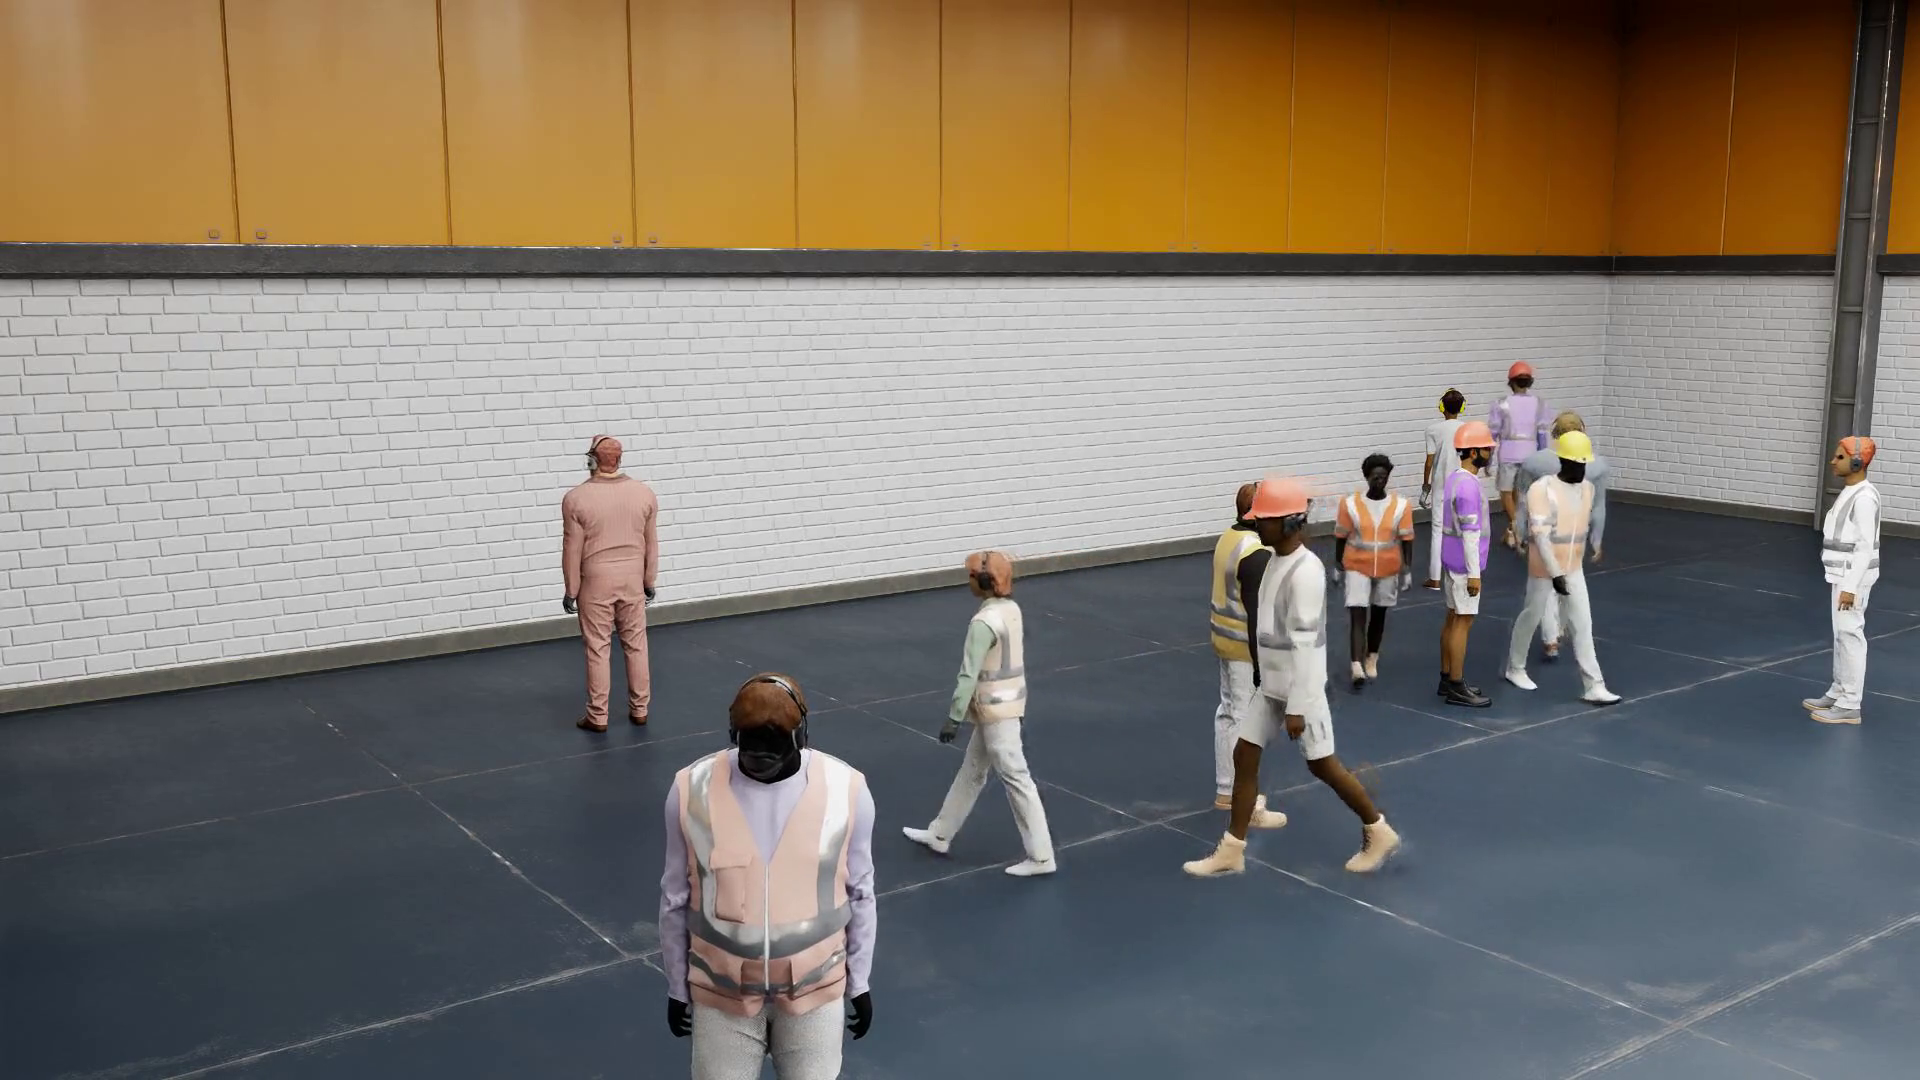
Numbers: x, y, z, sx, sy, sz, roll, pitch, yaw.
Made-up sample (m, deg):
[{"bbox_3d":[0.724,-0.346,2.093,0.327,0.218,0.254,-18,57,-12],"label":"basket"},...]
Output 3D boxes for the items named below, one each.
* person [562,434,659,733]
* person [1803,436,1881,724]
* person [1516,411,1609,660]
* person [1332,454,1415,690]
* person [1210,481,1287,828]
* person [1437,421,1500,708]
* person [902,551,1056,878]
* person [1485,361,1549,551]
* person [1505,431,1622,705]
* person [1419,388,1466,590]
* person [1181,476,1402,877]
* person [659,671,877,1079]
[{"bbox_3d":[-2.252,0.276,10.681,0.648,1.913,0.409,-6,11,-34],"label":"person"},{"bbox_3d":[5.799,0.261,10.872,0.354,1.880,0.572,3,10,21],"label":"person"},{"bbox_3d":[4.589,-0.043,12.724,0.642,1.895,1.000,2,10,14],"label":"person"},{"bbox_3d":[2.919,0.228,11.712,0.545,1.648,0.863,1,9,6],"label":"person"},{"bbox_3d":[1.561,0.598,8.909,0.430,1.844,0.624,-1,9,-5],"label":"person"},{"bbox_3d":[3.455,0.158,11.318,0.350,1.942,0.545,1,9,6],"label":"person"},{"bbox_3d":[0.099,0.847,8.113,0.849,1.592,0.527,3,10,16],"label":"person"},{"bbox_3d":[5.855,-0.867,17.437,0.619,2.012,0.878,0,9,1],"label":"person"},{"bbox_3d":[4.126,0.178,11.428,0.579,1.866,0.969,-3,10,-20],"label":"person"},{"bbox_3d":[4.514,-0.467,15.390,0.531,1.871,0.322,0,9,-3],"label":"person"},{"bbox_3d":[1.664,0.674,8.029,1.067,1.995,0.625,-1,9,-6],"label":"person"},{"bbox_3d":[-0.544,1.275,4.755,0.620,1.837,0.429,-1,9,-6],"label":"person"}]
